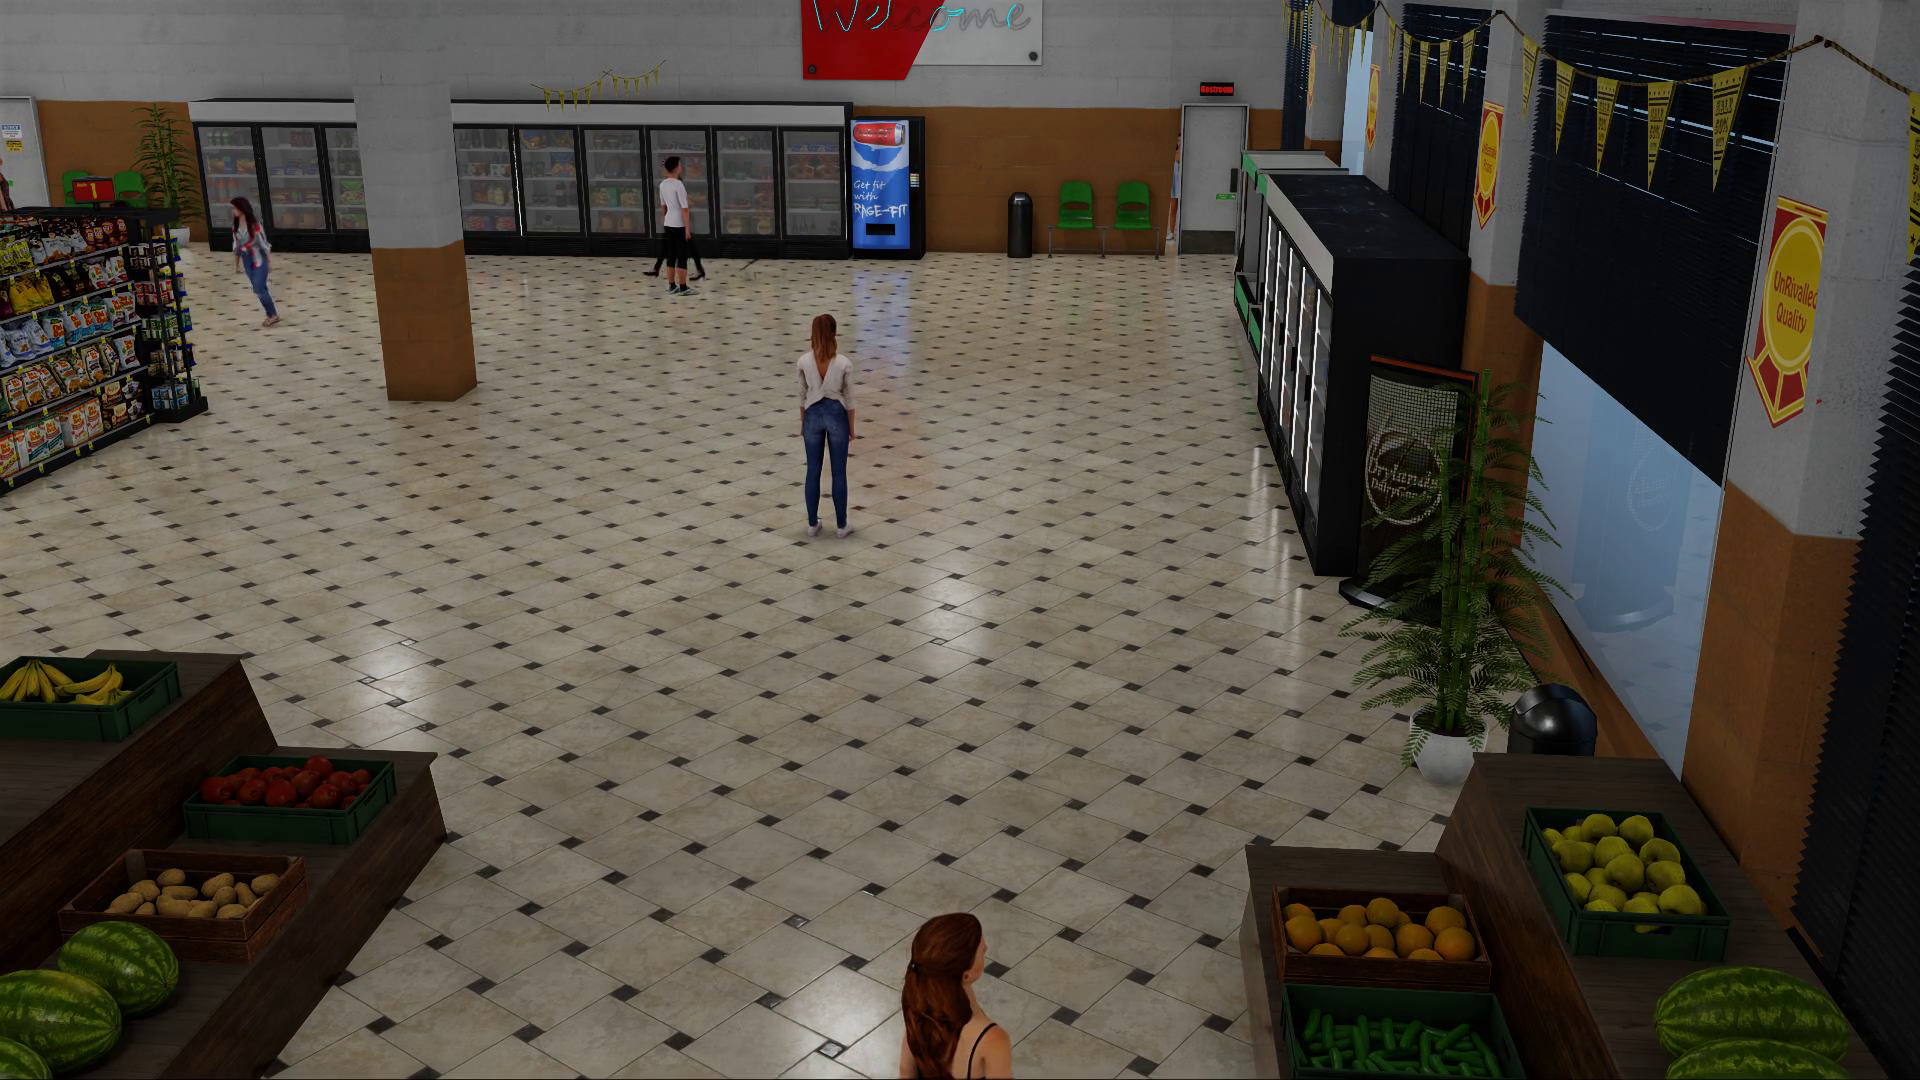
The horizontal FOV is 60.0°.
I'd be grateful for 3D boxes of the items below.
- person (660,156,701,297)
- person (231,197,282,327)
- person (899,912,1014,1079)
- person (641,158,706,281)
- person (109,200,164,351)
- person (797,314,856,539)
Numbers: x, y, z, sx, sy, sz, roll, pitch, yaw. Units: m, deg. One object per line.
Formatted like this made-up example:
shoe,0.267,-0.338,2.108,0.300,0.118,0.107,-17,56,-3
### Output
person,-3.842,-4.248,22.493,0.747,1.851,0.782,17,25,41
person,-8.572,-3.398,20.399,0.700,1.579,0.740,4,19,11
person,-0.022,1.812,4.875,0.683,1.624,0.727,16,24,39
person,-3.854,-4.446,23.301,0.886,1.710,1.125,-4,19,-12
person,-9.168,-2.893,18.612,0.807,1.763,0.936,6,20,18
person,-1.024,-0.869,12.674,0.589,1.721,0.502,2,19,5
